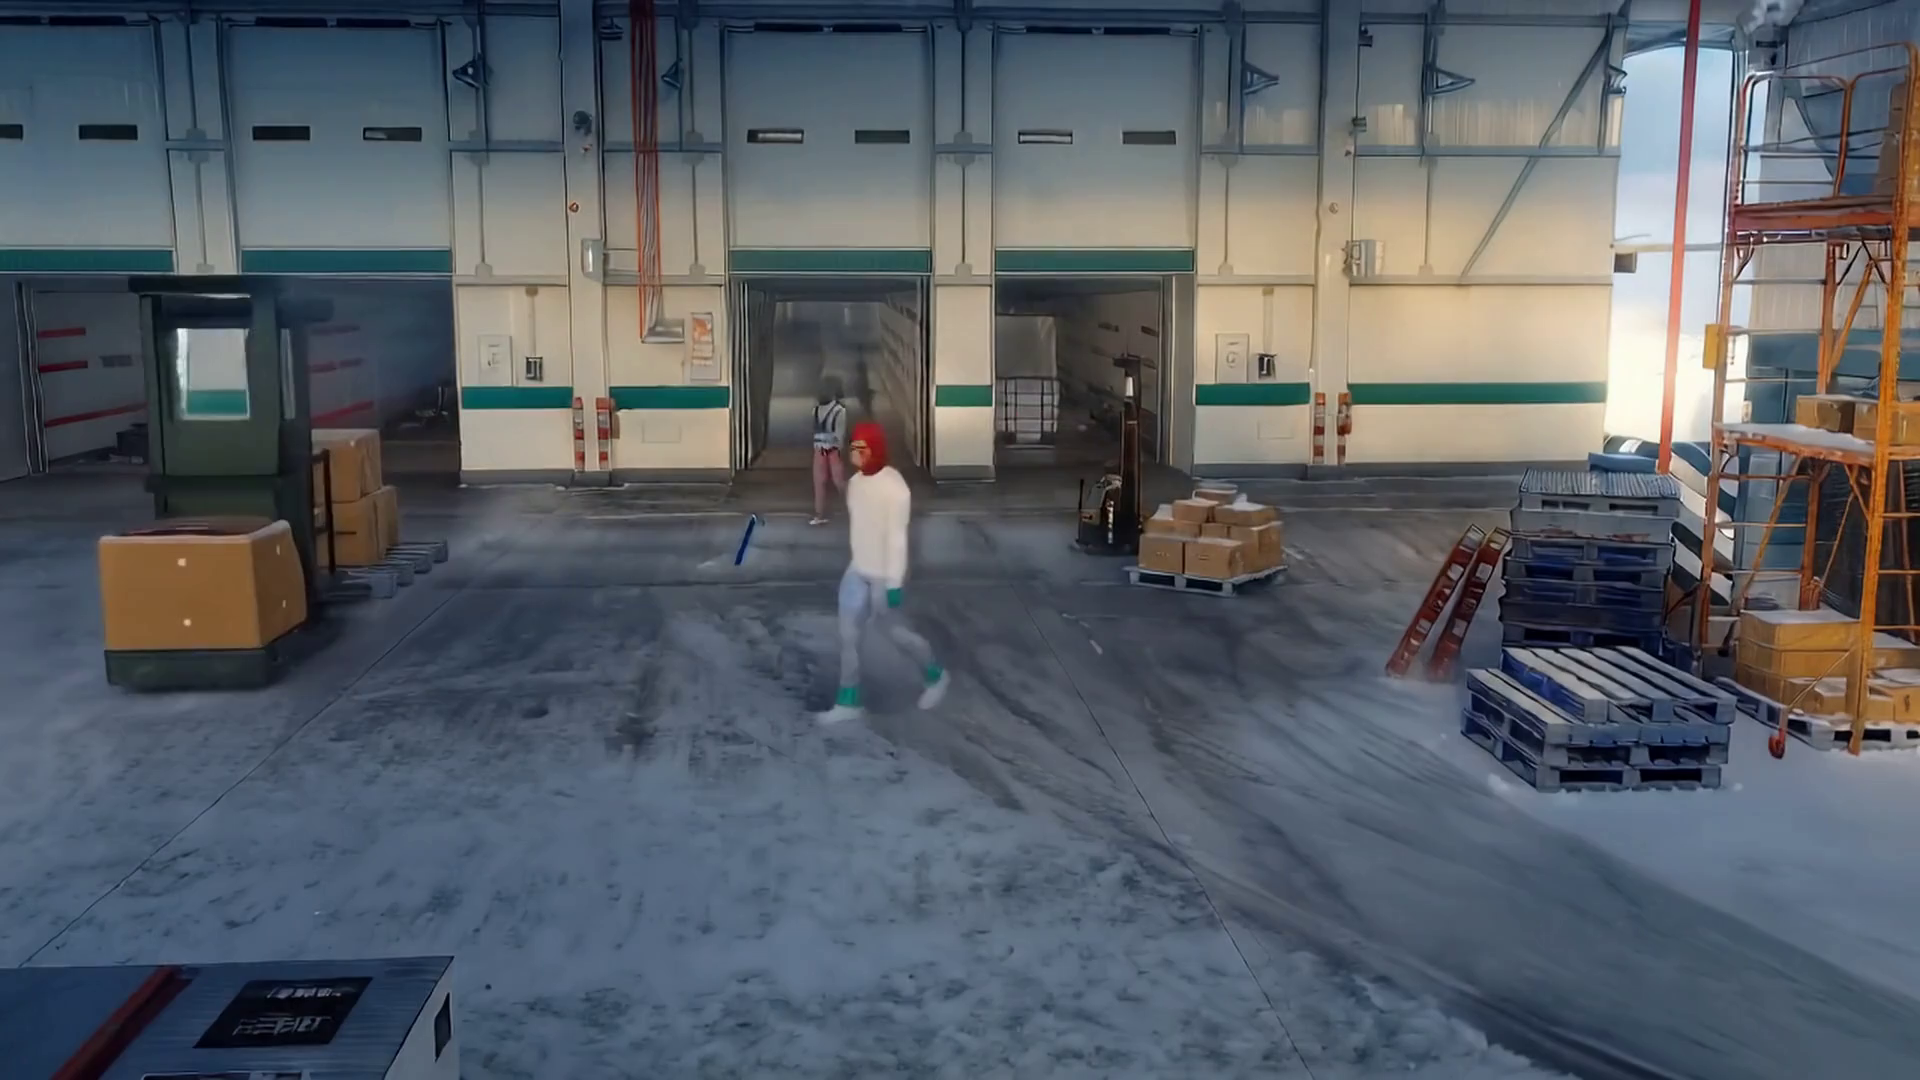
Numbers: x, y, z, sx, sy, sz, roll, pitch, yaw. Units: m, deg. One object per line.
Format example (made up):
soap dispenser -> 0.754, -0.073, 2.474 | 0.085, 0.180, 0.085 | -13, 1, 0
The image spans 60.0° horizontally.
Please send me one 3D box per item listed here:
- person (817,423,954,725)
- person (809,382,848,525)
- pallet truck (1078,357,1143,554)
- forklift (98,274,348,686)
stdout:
person -> -0.470, 0.199, 10.550 | 0.927, 1.910, 0.634 | -6, 11, -35
person -> -1.454, -0.992, 18.892 | 0.522, 1.621, 0.623 | 6, 11, 34
pallet truck -> 2.088, -0.836, 16.757 | 1.885, 1.965, 0.823 | 2, 9, 13
forklift -> -5.292, -0.499, 11.879 | 1.129, 2.768, 1.873 | -1, 9, -4
